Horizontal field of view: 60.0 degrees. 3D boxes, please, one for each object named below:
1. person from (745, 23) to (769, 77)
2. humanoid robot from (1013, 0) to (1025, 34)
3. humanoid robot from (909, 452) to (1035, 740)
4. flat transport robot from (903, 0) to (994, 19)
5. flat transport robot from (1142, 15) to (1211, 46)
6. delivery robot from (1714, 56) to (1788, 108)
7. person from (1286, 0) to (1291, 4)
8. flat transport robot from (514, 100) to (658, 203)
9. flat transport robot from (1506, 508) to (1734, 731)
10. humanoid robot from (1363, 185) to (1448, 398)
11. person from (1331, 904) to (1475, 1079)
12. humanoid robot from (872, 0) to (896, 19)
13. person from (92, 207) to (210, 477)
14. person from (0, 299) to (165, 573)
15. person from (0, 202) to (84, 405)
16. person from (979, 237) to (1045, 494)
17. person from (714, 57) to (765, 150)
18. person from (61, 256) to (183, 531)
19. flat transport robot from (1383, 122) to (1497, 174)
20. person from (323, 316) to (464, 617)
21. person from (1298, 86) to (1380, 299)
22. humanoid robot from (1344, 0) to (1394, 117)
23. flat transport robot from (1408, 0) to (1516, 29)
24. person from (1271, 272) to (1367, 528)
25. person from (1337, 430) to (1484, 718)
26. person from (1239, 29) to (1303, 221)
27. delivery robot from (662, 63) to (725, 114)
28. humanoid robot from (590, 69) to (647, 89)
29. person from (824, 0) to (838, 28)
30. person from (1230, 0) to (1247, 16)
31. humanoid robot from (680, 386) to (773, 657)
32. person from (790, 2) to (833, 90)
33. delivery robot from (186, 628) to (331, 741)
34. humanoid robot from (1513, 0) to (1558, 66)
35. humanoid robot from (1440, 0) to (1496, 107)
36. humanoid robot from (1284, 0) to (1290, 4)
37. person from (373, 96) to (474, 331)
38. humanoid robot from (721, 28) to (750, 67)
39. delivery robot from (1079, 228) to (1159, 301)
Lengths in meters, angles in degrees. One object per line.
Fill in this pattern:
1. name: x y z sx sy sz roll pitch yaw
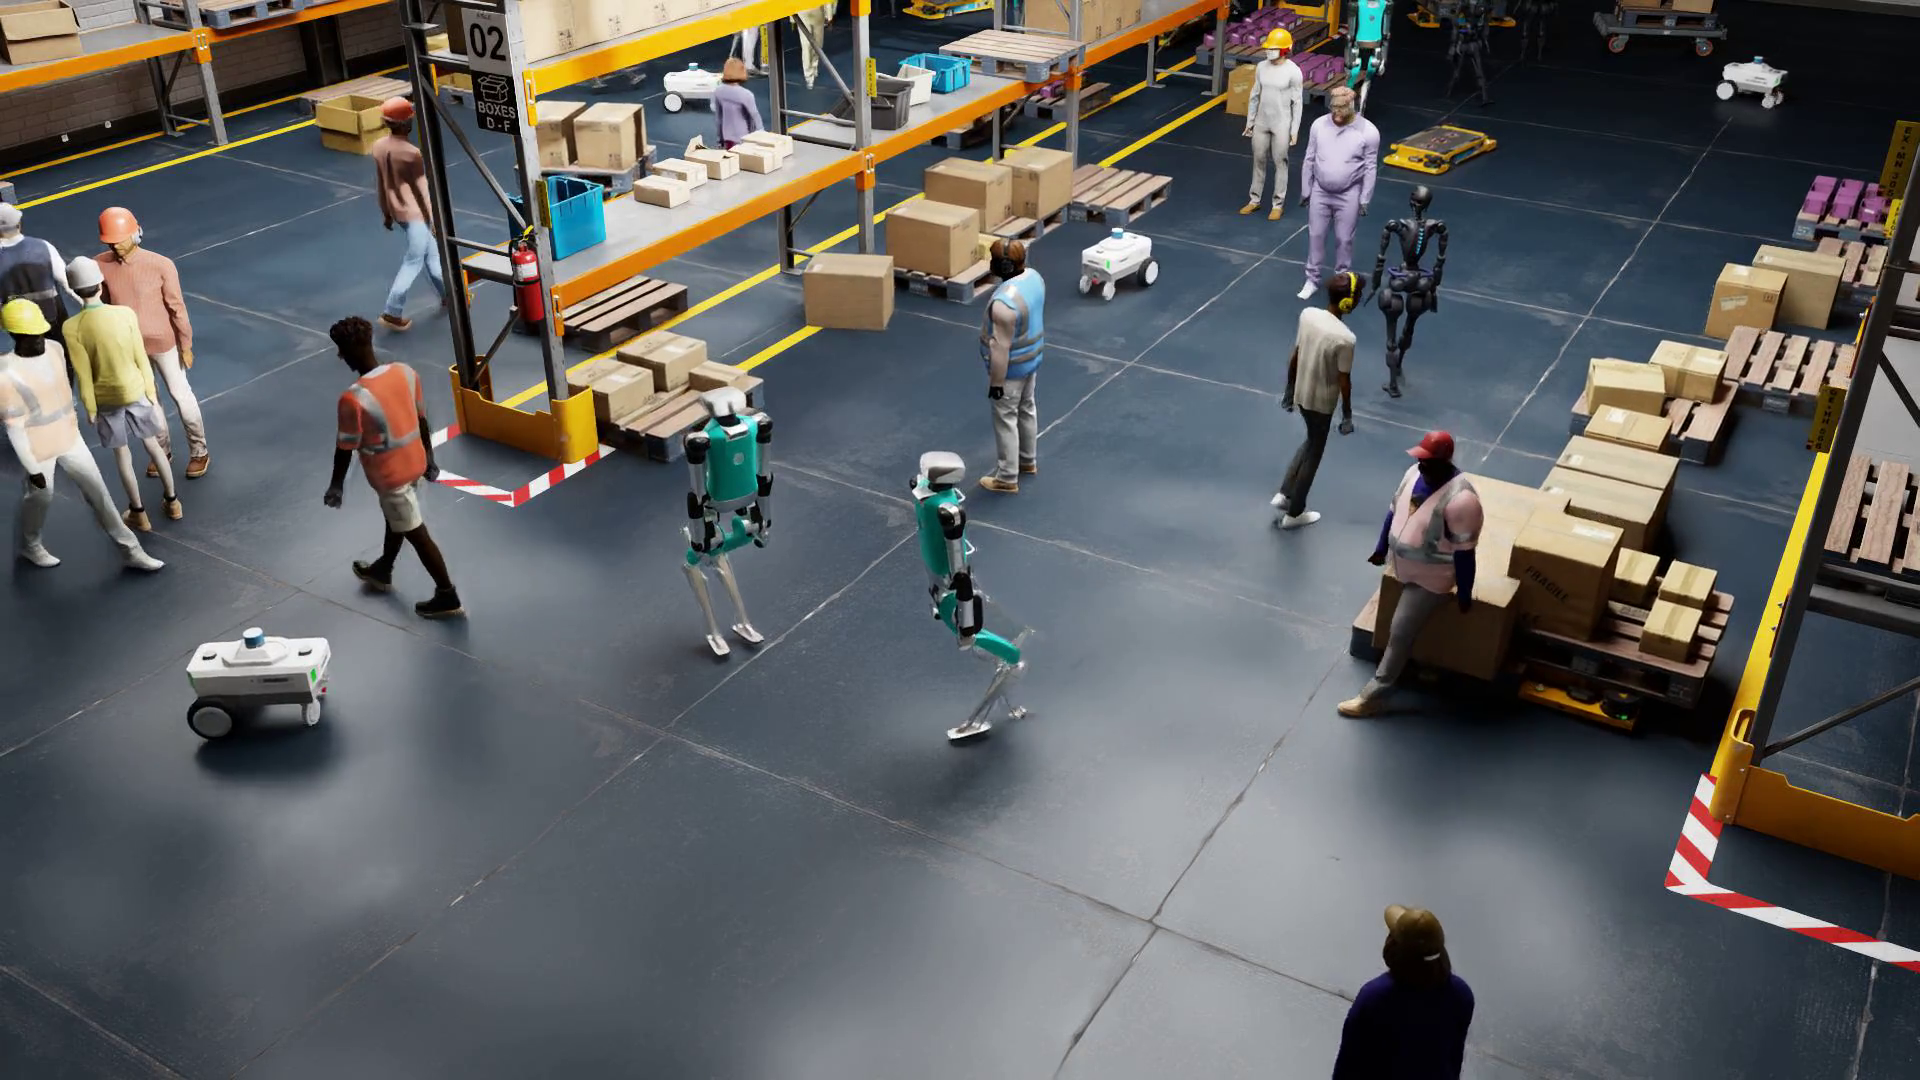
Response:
1. person: -2.648 -7.025 21.704 0.617 1.908 0.510 -22 36 -34
2. humanoid robot: 0.873 -7.972 23.593 0.551 1.732 1.000 3 30 5
3. humanoid robot: 0.137 0.367 8.912 0.774 1.901 0.548 -11 31 -19
4. flat transport robot: -0.111 -8.183 25.417 1.431 0.231 0.659 -21 36 -33
5. flat transport robot: 3.047 -7.400 24.033 0.659 0.231 1.431 17 33 27
6. delivery robot: 9.929 -5.742 20.799 0.765 0.585 0.499 25 38 37
7. person: 4.987 -9.117 25.592 0.418 1.720 0.580 5 30 9
8. flat transport robot: -3.908 -3.734 17.546 0.659 0.231 1.431 5 30 8
9. flat transport robot: 3.809 0.617 9.849 0.659 0.231 1.431 17 34 27
10. humanoid robot: 3.465 -1.991 13.048 0.584 1.641 0.637 -3 30 -5
11. person: 1.599 2.020 6.023 0.452 1.597 0.733 -5 30 -8
12. humanoid robot: -1.124 -8.600 24.745 0.599 1.650 0.476 -7 30 -12
13. person: -5.675 -1.375 11.634 0.610 1.986 0.402 1 29 2
14. person: -5.706 -0.631 10.425 1.011 1.872 0.607 8 30 13
15. person: -6.863 -1.656 12.385 0.759 1.733 0.760 -6 30 -11
16. person: 0.344 -1.206 11.492 0.429 1.836 0.632 14 32 23
17. person: -2.165 -4.002 16.648 0.559 1.619 0.461 23 37 35
18. person: -5.546 -0.946 10.972 0.471 1.888 0.398 -24 37 -36
19. flat transport robot: 5.425 -4.415 18.751 0.659 0.231 1.431 24 37 36
20. person: -3.512 -0.431 10.030 0.964 1.904 0.641 9 31 16
21. person: 3.311 -3.049 14.690 0.663 1.895 0.431 16 33 26
22. humanoid robot: 4.677 -5.640 19.456 0.569 1.782 0.879 -1 29 -2
23. flat transport robot: 7.450 -7.773 24.692 1.431 0.231 0.659 -1 29 -2
24. person: 2.365 -0.900 10.931 0.405 1.844 0.539 -14 33 -24
25. person: 2.579 0.155 9.215 0.897 1.705 0.650 -10 31 -16
26. person: 3.126 -4.156 16.645 0.582 1.892 0.366 20 35 31
27. delivery robot: -3.279 -5.568 20.496 0.782 0.589 0.499 2 30 4
28. humanoid robot: -4.463 -6.457 20.878 1.015 1.723 0.539 -23 37 -35
29. person: -1.875 -8.456 24.246 0.664 1.896 0.893 -4 30 -6
30. person: 4.240 -8.761 24.844 0.450 1.831 0.537 -23 37 -35
31. humanoid robot: -1.416 -0.150 9.632 0.531 1.714 0.707 -20 35 -32
32. person: -1.923 -6.745 21.396 0.566 1.723 0.778 -6 30 -10
33. delivery robot: -3.929 0.771 9.306 0.785 0.613 0.524 -2 30 -4
34. humanoid robot: 7.745 -7.218 22.274 0.611 1.651 0.302 -3 30 -5
35. humanoid robot: 6.257 -6.099 20.334 0.608 1.620 0.715 -14 32 -23
36. humanoid robot: 5.017 -8.780 25.002 0.759 1.800 0.555 20 35 32
37. person: -4.697 -2.785 14.161 0.626 1.954 1.002 22 36 33
38. humanoid robot: -2.971 -7.175 22.150 0.568 1.775 0.727 16 33 26
39. delivery robot: 1.422 -2.541 15.138 0.499 0.587 0.777 23 37 35
